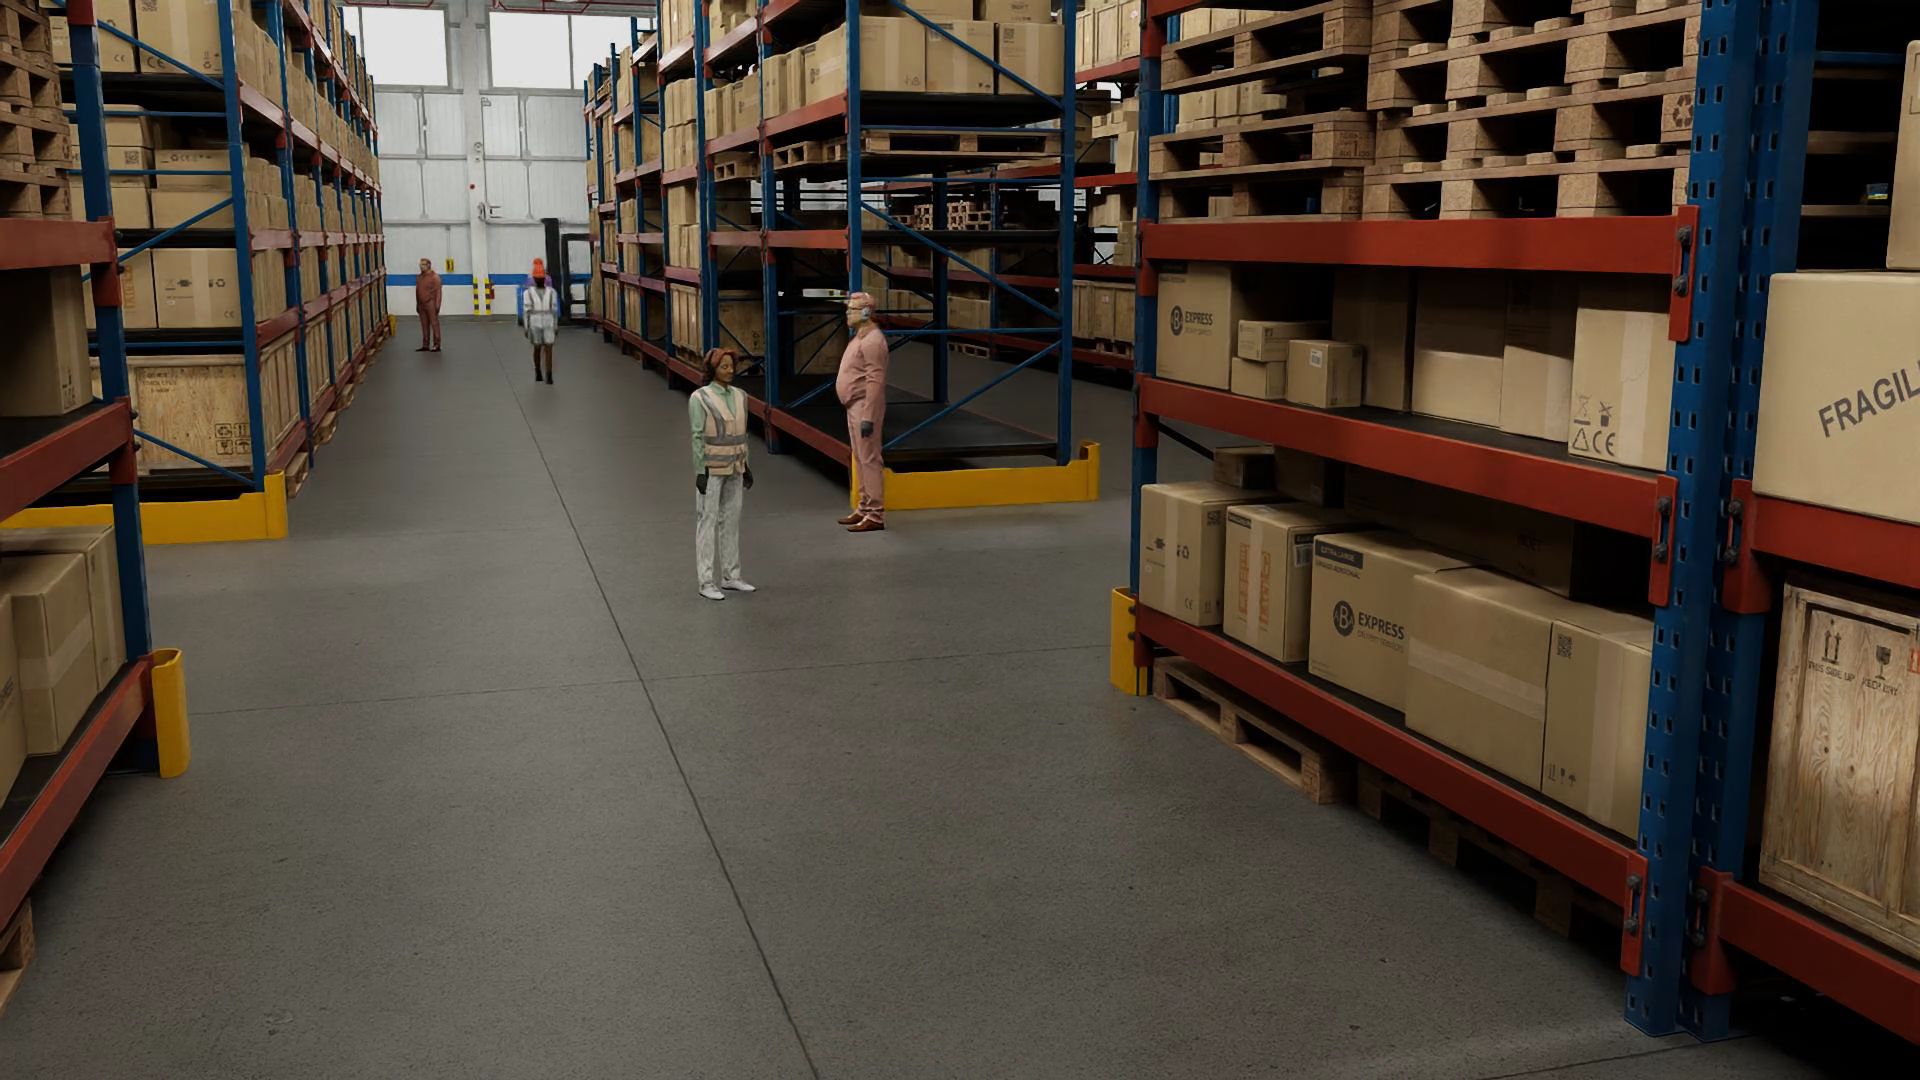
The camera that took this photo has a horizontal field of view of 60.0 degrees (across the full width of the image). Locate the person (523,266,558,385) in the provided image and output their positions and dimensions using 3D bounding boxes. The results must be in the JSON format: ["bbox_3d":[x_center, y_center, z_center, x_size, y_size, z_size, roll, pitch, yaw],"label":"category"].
[{"bbox_3d":[-6.773,-3.474,26.850,0.559,1.894,0.985,-4,11,-20],"label":"person"}]

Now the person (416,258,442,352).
[{"bbox_3d":[-10.930,-4.815,34.135,0.639,1.910,0.407,5,12,27],"label":"person"}]

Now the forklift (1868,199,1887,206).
[{"bbox_3d":[11.338,-2.915,21.052,1.129,2.768,1.873,-3,11,-17],"label":"forklift"}]

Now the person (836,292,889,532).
[{"bbox_3d":[-0.790,-1.027,13.357,0.409,1.913,0.647,-3,11,-14],"label":"person"}]

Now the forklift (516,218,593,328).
[{"bbox_3d":[-10.500,-6.896,42.872,1.873,2.768,1.129,-3,11,-17],"label":"forklift"}]

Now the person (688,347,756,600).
[{"bbox_3d":[-1.562,-0.439,10.882,0.307,1.641,0.514,7,12,33],"label":"person"}]

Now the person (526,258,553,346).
[{"bbox_3d":[-9.139,-5.183,36.205,0.556,1.895,0.972,-3,11,-16],"label":"person"}]
